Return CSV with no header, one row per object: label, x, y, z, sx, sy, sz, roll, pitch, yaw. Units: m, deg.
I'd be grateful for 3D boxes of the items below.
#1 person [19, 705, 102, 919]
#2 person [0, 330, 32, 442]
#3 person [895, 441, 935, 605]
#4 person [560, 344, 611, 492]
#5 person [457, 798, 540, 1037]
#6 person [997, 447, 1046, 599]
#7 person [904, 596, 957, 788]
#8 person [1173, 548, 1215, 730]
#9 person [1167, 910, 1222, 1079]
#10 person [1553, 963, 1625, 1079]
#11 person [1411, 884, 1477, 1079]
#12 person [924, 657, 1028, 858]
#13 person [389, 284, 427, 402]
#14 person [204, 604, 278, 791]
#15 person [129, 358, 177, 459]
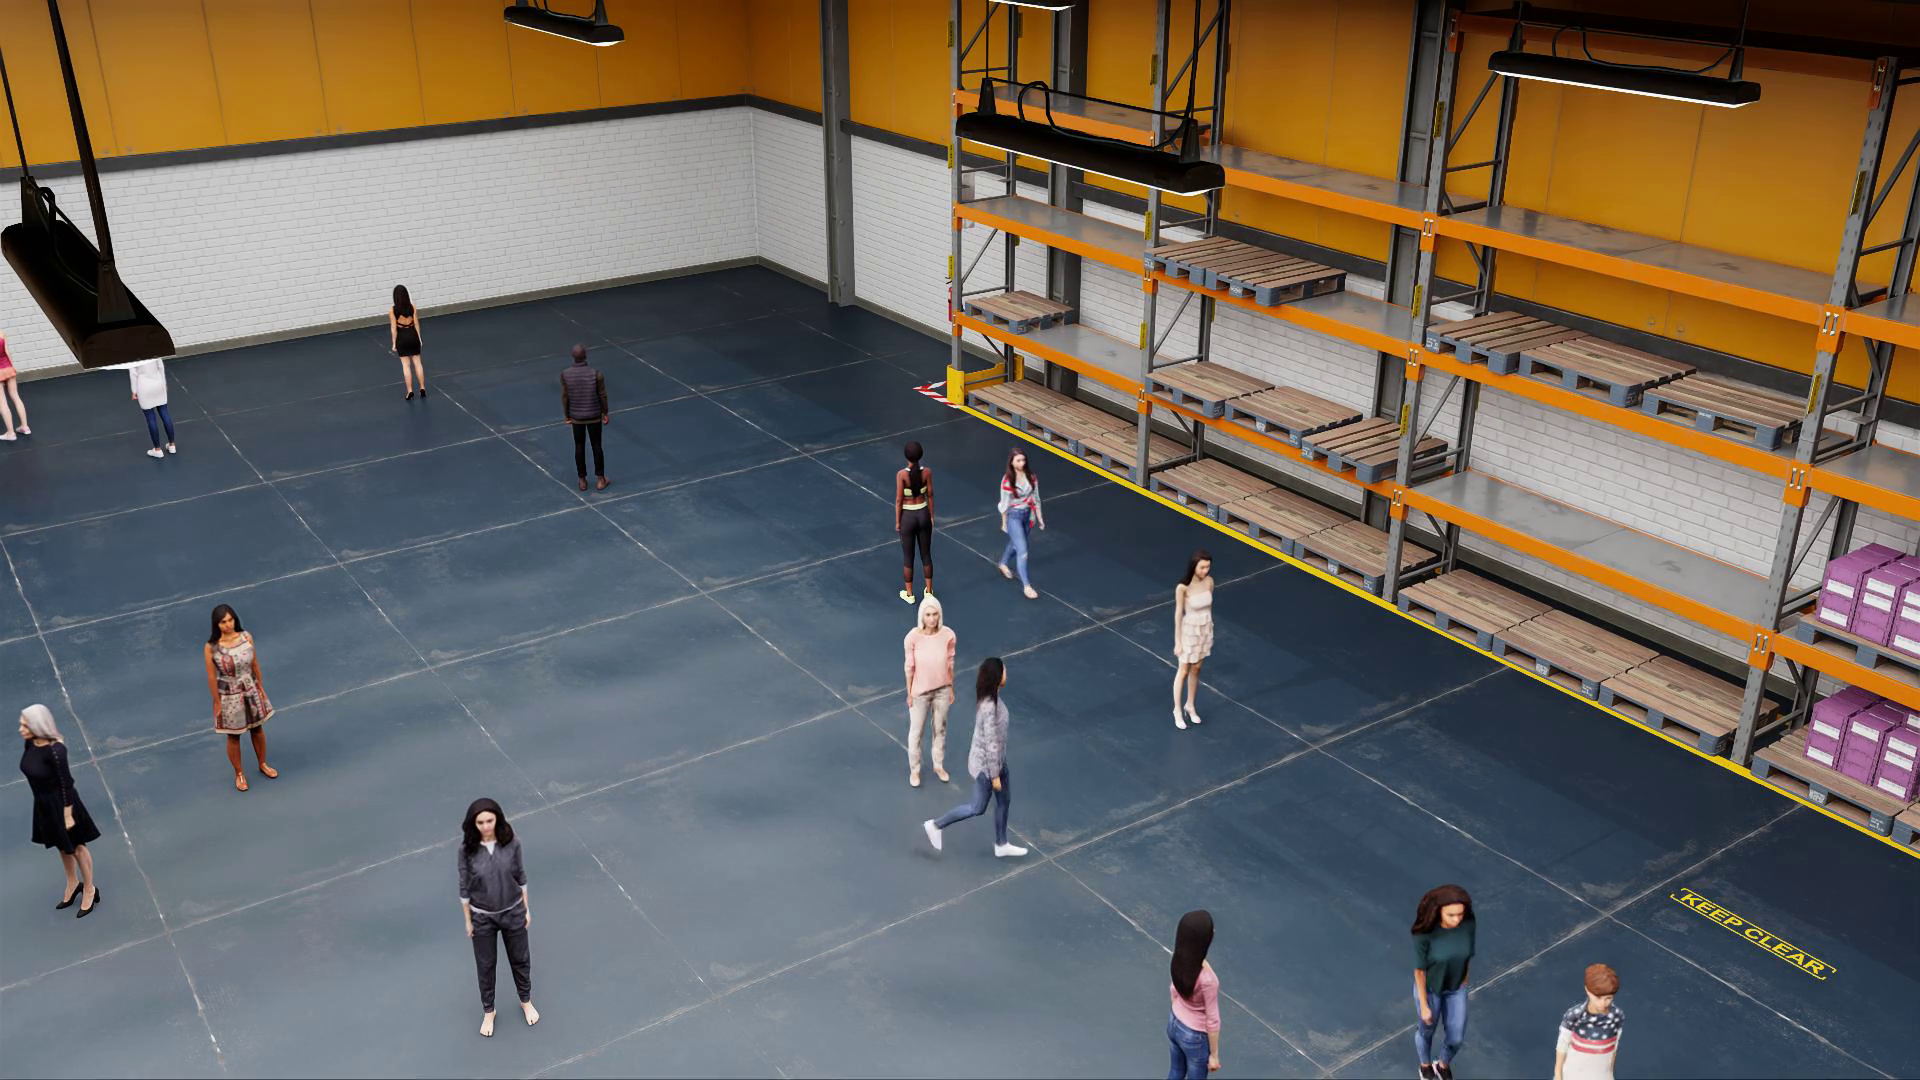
person,-6.675,1.990,12.295,0.636,1.747,0.746,14,27,28
person,-12.607,-2.191,21.851,0.709,1.754,0.669,8,25,18
person,-0.465,-0.188,17.272,0.622,1.753,0.601,-7,25,-16
person,-4.537,-1.496,20.159,0.779,1.836,0.777,-1,24,-3
person,-3.102,2.487,11.138,0.631,1.765,0.577,-10,25,-21
person,0.589,-0.236,17.601,0.598,1.577,1.048,-14,27,-29
person,-0.252,1.249,14.019,0.663,1.725,0.636,-6,24,-13
person,2.079,0.868,14.874,0.578,1.739,0.527,-14,27,-29
person,1.396,2.971,10.059,0.665,1.742,0.483,-12,26,-25
person,3.775,3.139,10.071,0.753,1.423,0.829,2,24,4
person,3.026,2.807,10.611,0.706,1.600,0.745,-3,24,-8
person,0.128,1.734,12.944,1.103,1.697,1.074,4,24,9
person,-7.741,-2.770,23.307,0.570,1.650,0.492,-14,27,-28
person,-6.085,1.291,14.021,0.601,1.645,0.692,21,31,39
person,-10.337,-1.936,21.242,0.625,1.776,0.669,17,29,34
